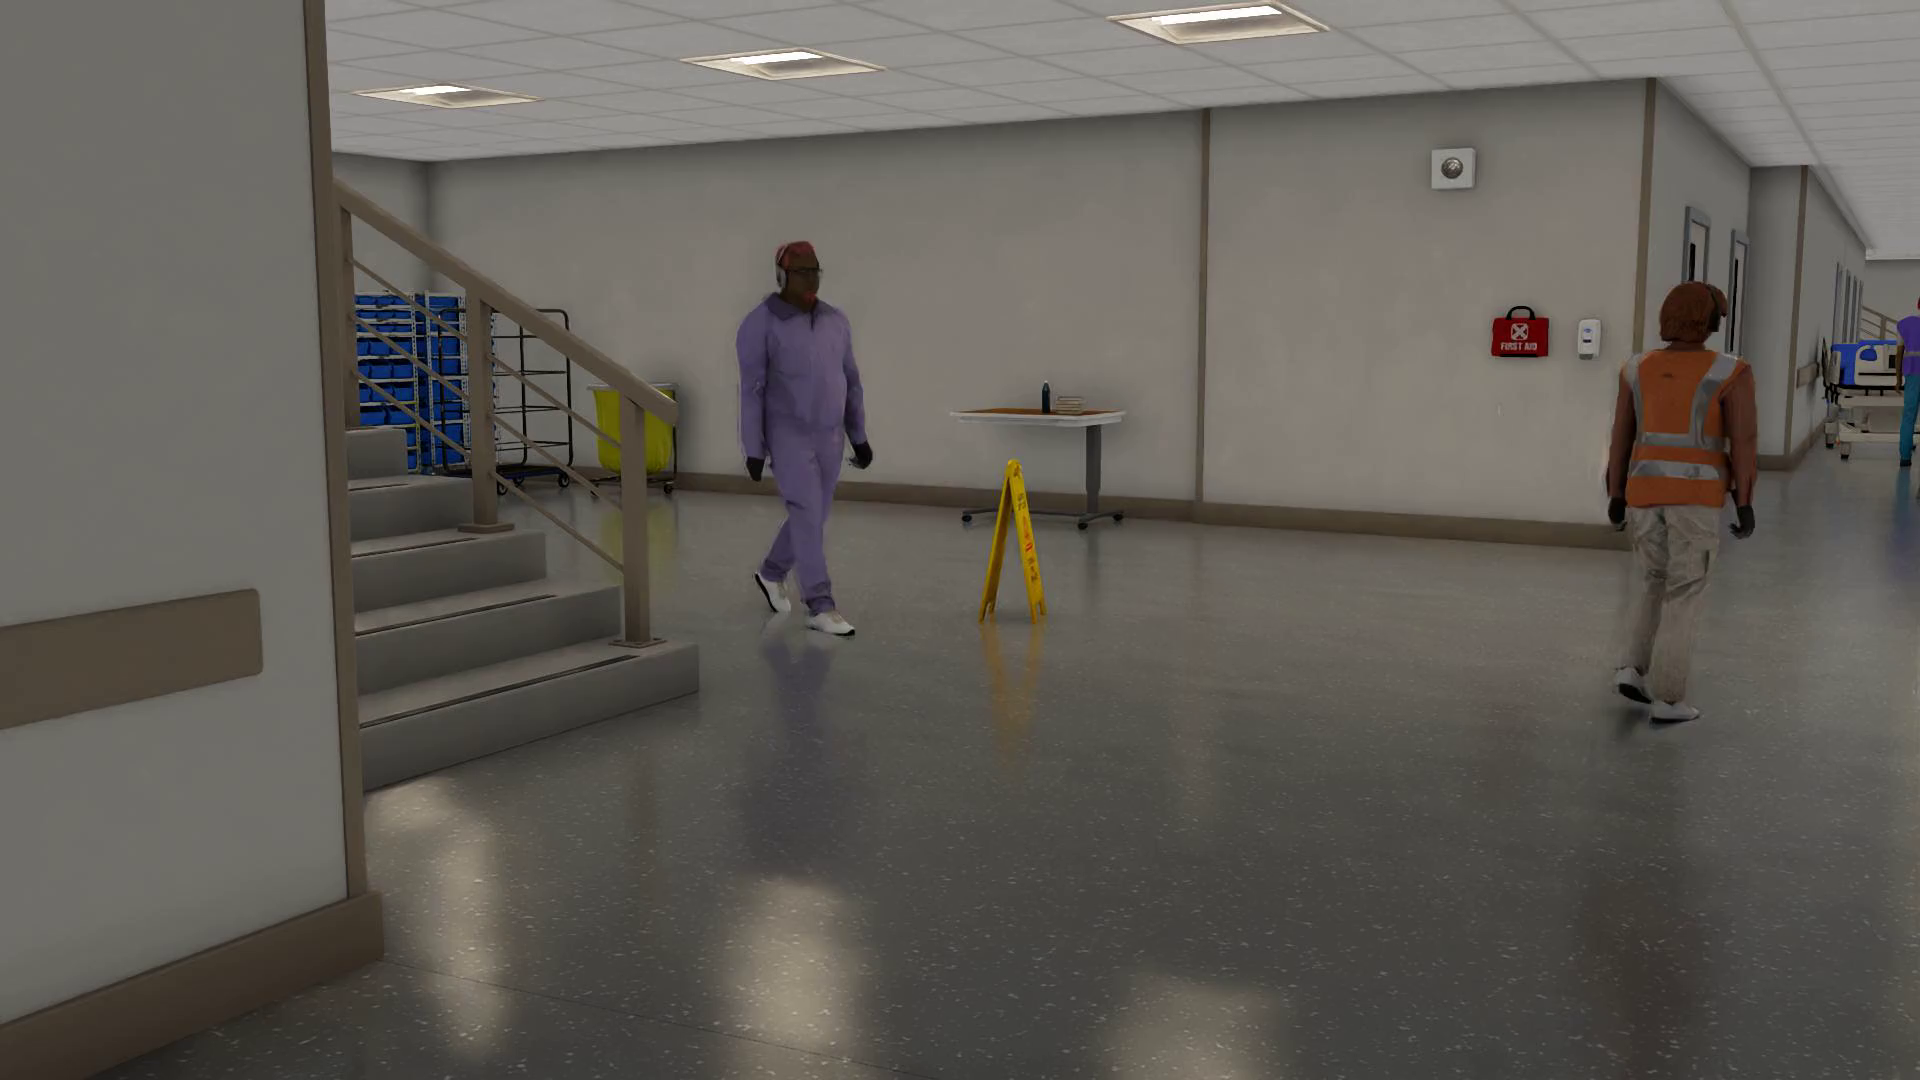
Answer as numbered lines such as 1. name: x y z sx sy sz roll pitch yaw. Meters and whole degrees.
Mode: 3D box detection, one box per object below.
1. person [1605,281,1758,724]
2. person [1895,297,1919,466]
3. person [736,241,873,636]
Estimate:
1. person: 2.661 -0.134 6.155 0.398 1.629 0.518 -5 9 -34
2. person: 9.892 -1.655 17.068 0.388 1.837 0.564 -7 10 -43
3. person: -0.792 -0.512 8.131 0.902 1.876 0.639 7 10 44
